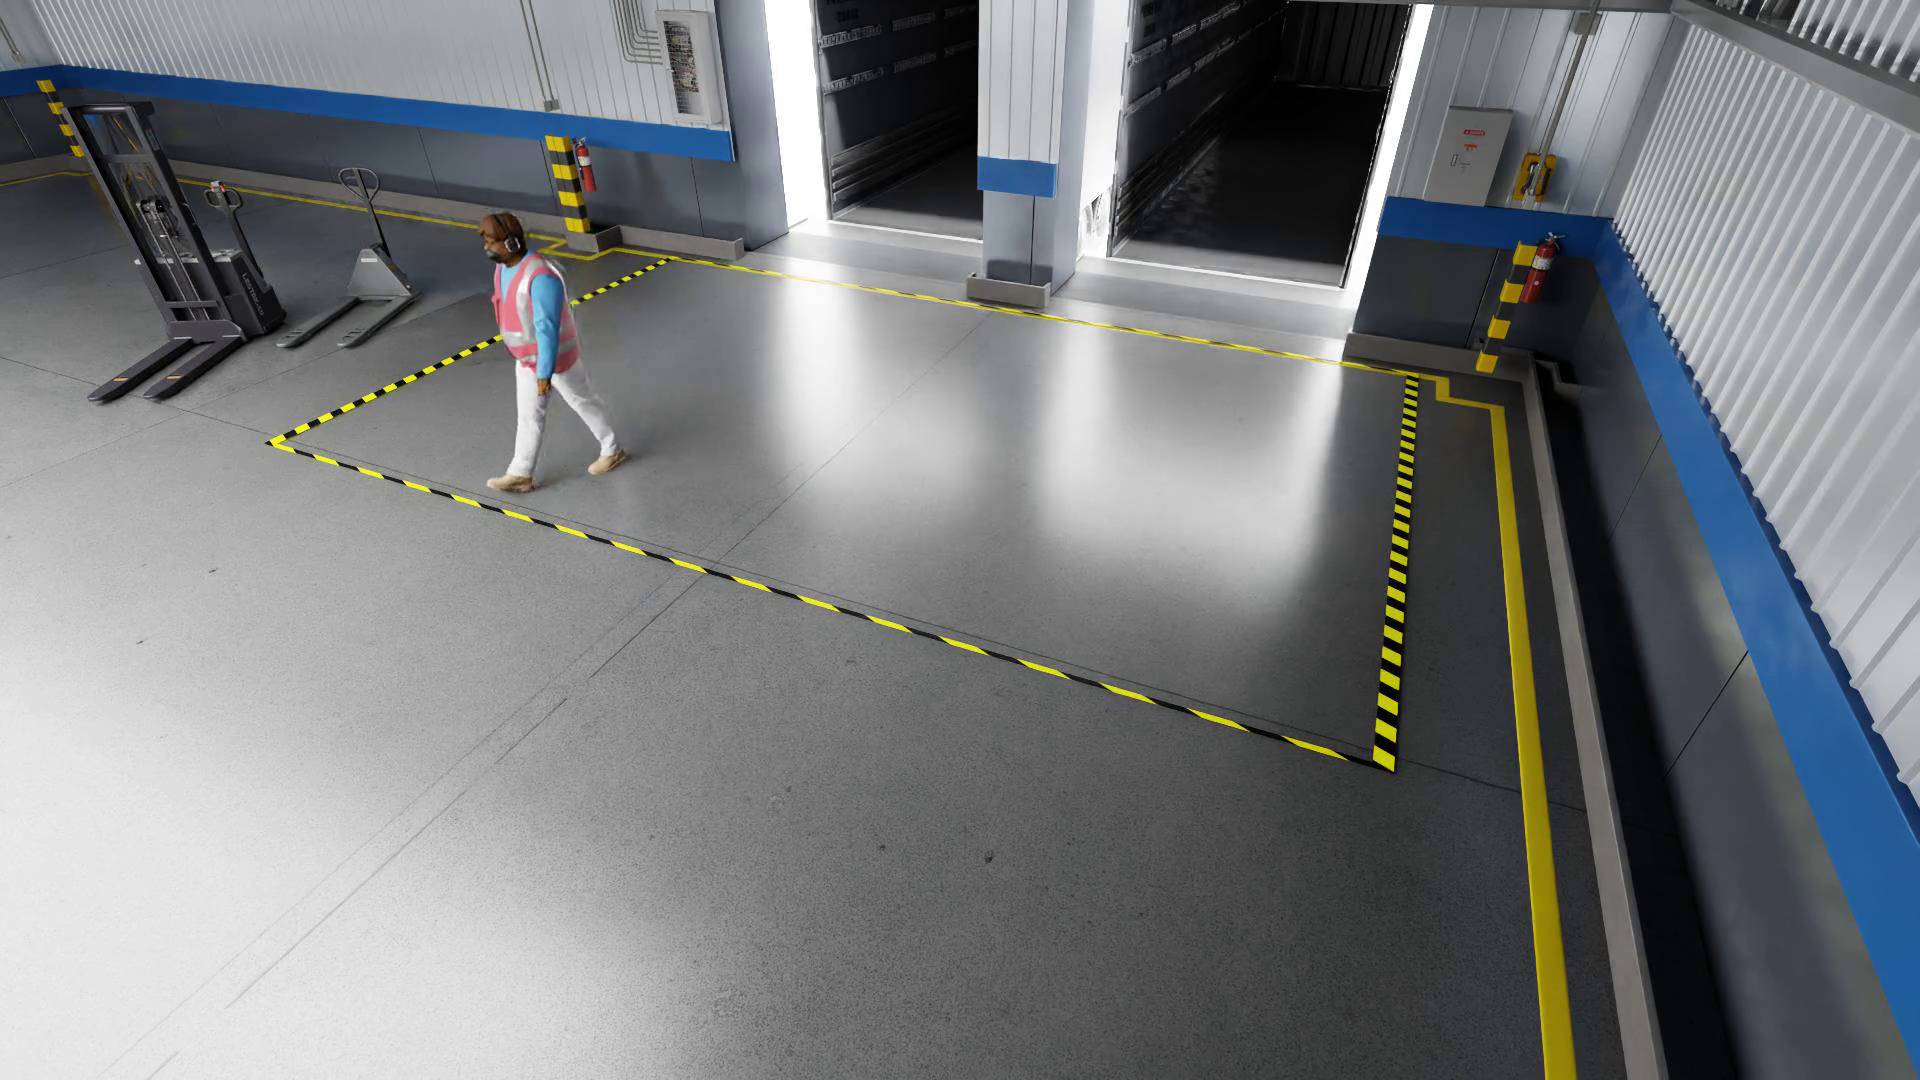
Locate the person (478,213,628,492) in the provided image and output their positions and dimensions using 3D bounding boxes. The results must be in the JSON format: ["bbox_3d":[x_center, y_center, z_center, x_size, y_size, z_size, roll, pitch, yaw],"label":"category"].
[{"bbox_3d":[-2.714,-1.124,5.794,0.645,1.795,0.918,25,42,32],"label":"person"}]

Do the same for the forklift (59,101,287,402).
[{"bbox_3d":[-6.686,-2.387,7.434,0.823,1.965,1.885,-3,35,-5],"label":"forklift"}]

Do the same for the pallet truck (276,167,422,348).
[{"bbox_3d":[-5.732,-2.611,8.414,0.680,1.201,1.601,-1,35,-1],"label":"pallet truck"}]
